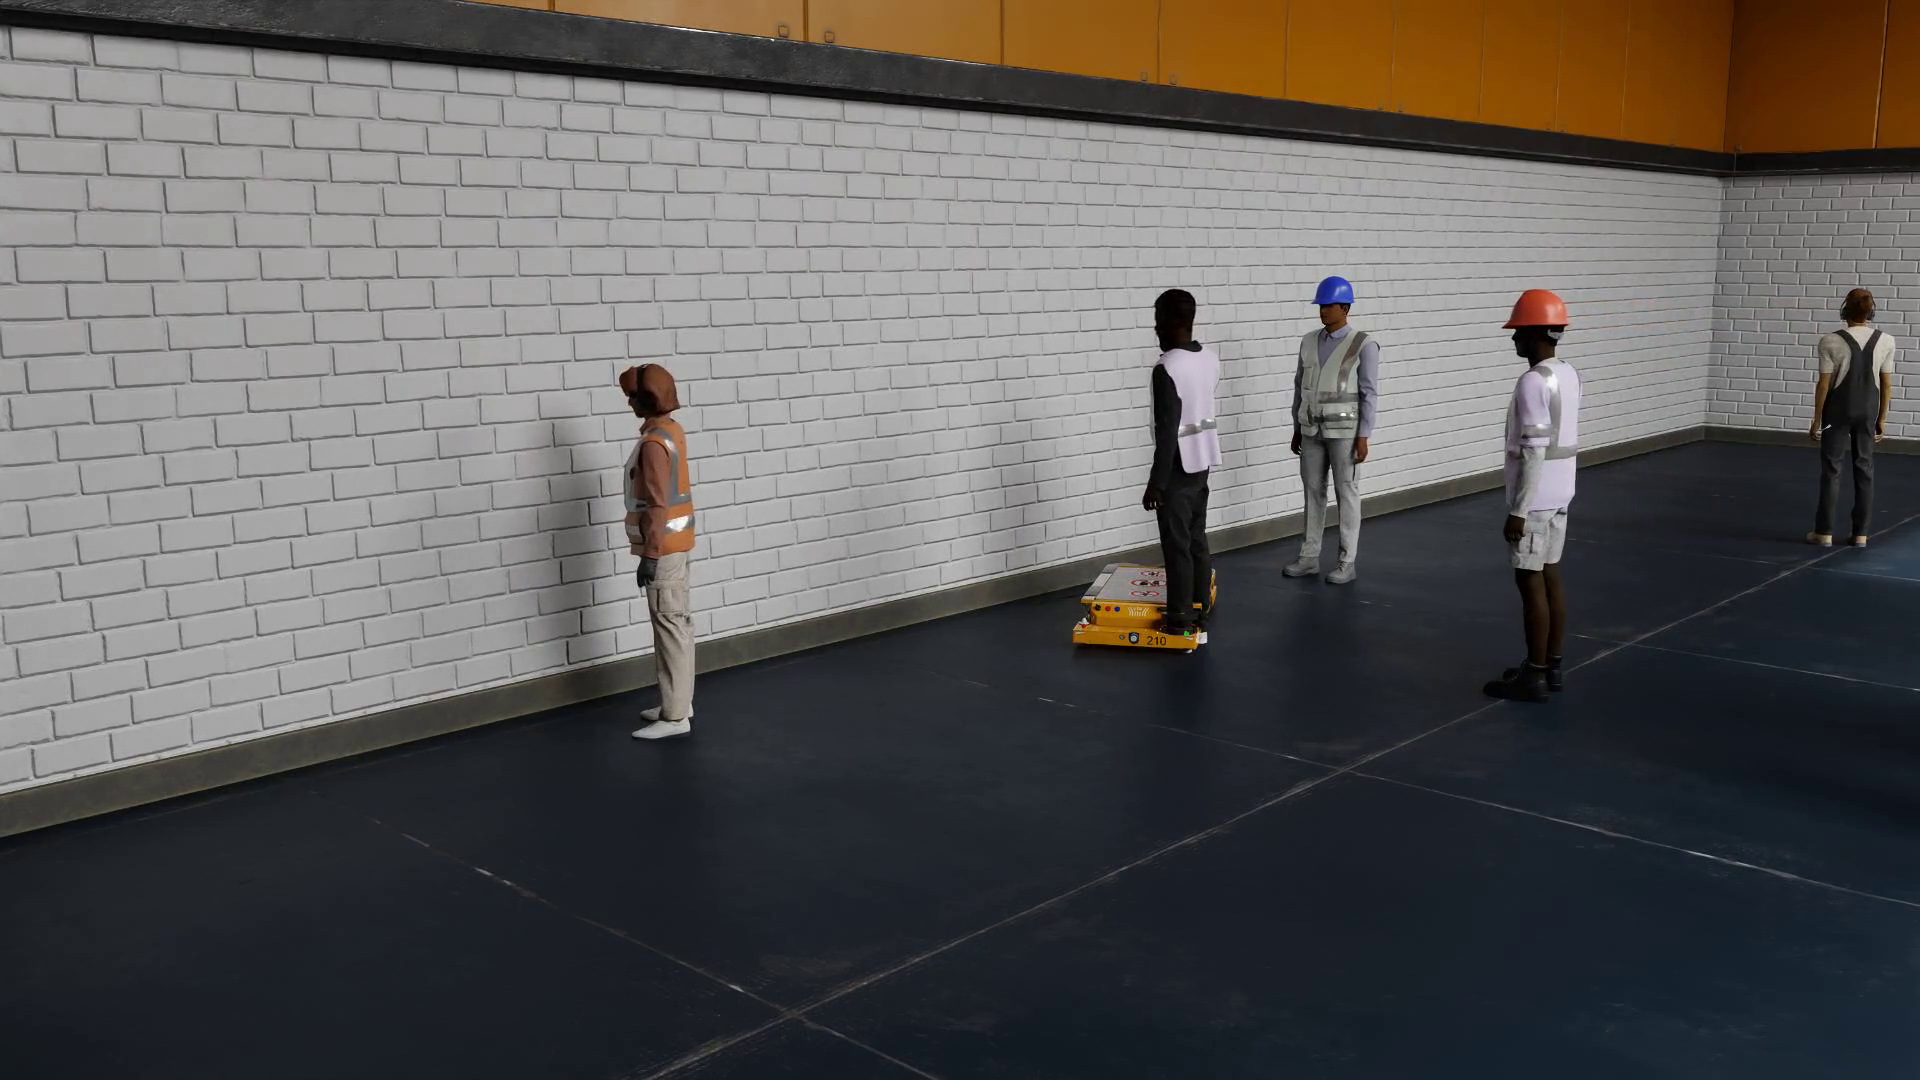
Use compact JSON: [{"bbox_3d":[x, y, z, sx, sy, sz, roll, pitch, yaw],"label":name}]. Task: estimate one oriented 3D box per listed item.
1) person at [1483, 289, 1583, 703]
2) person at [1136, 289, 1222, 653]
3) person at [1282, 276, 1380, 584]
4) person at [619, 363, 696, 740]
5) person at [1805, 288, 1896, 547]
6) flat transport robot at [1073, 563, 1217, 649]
[{"bbox_3d":[2.692,-0.206,7.846,0.374,1.935,0.552,8,13,37],"label":"person"},{"bbox_3d":[1.168,-0.359,8.779,0.391,1.917,0.588,6,12,32],"label":"person"},{"bbox_3d":[2.373,-0.701,10.635,0.389,1.949,0.604,-9,13,-41],"label":"person"},{"bbox_3d":[-1.305,0.048,7.255,0.311,1.639,0.512,0,10,-2],"label":"person"},{"bbox_3d":[6.334,-0.863,11.854,0.507,1.846,0.345,1,10,8],"label":"person"},{"bbox_3d":[1.072,0.352,9.410,0.652,0.197,1.431,2,10,13],"label":"flat transport robot"}]
